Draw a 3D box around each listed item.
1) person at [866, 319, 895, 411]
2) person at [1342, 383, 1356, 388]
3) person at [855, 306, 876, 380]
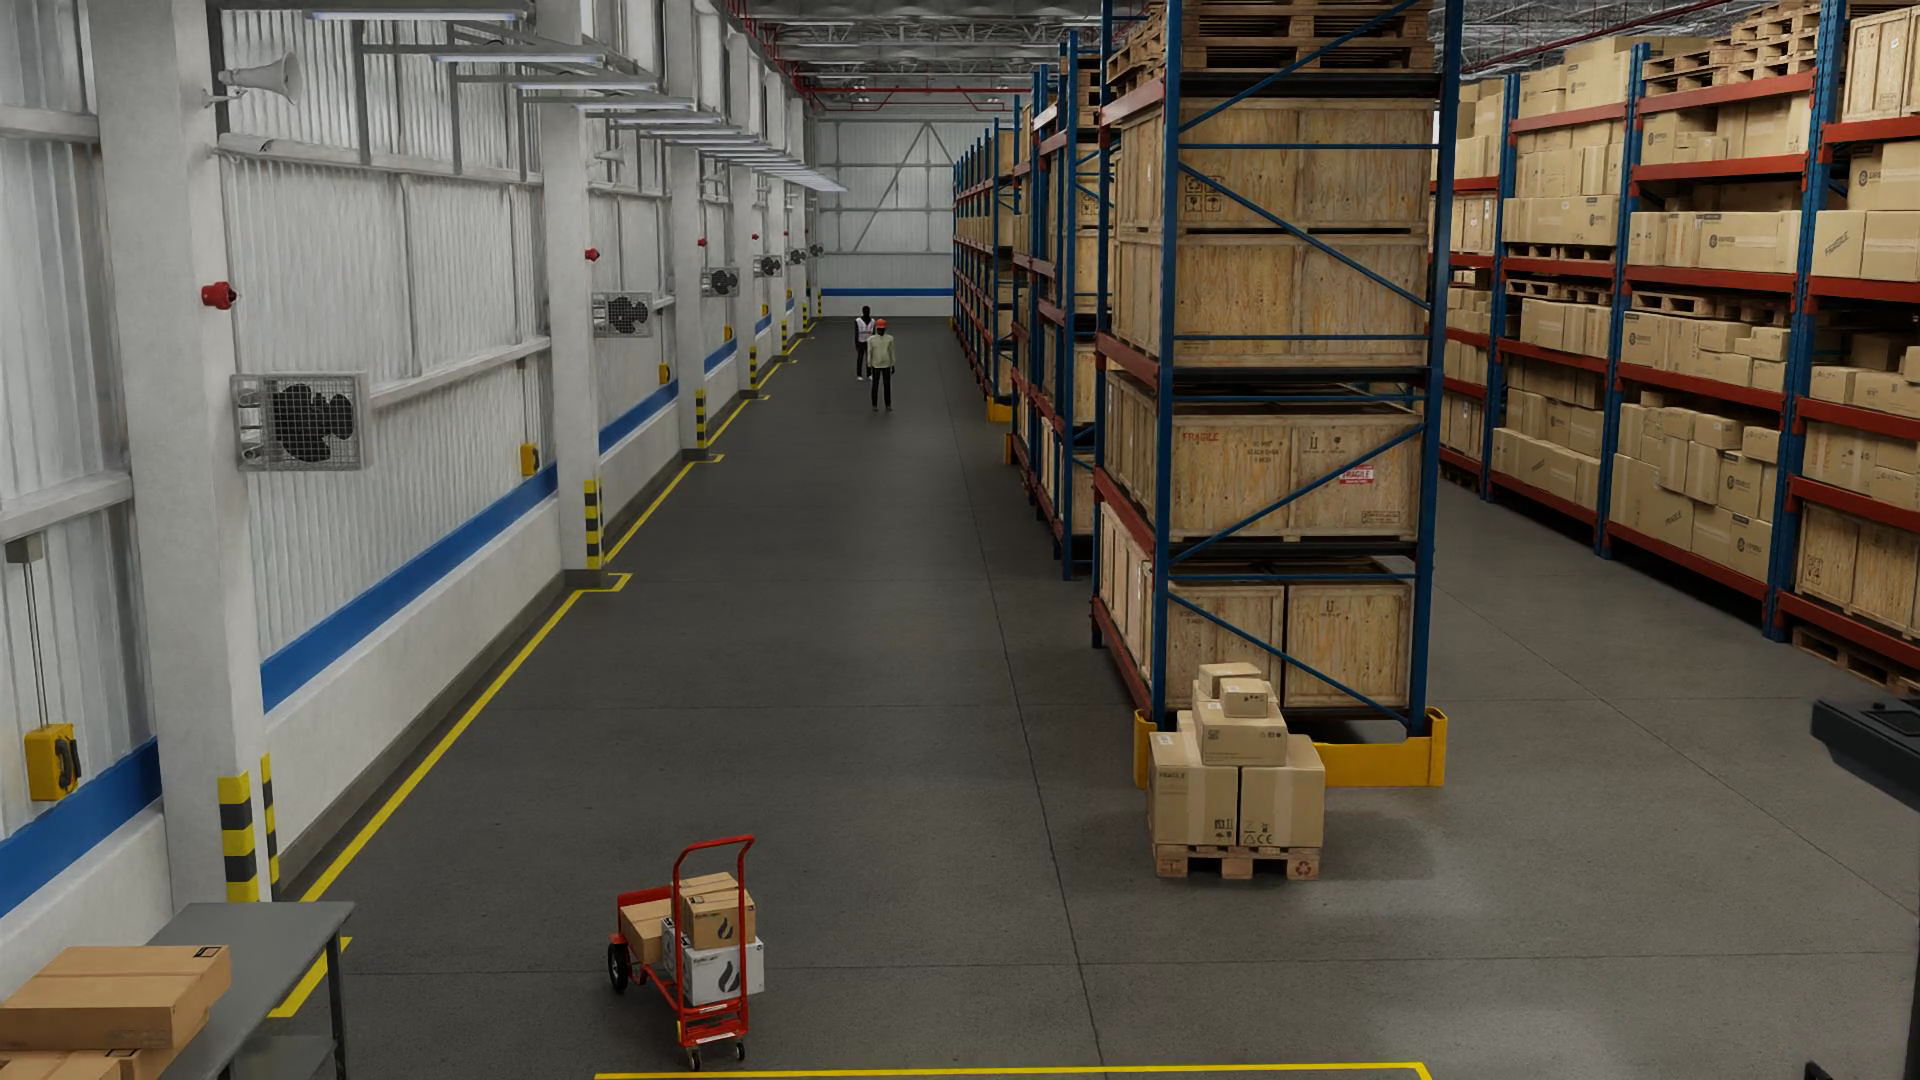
[{"bbox_3d":[-1.695,-3.750,35.703,0.619,1.986,0.410,-3,11,-15],"label":"person"},{"bbox_3d":[7.651,-3.102,32.745,0.447,1.830,0.562,1,11,4],"label":"person"},{"bbox_3d":[-2.427,-5.050,42.667,0.593,1.910,0.386,-6,12,-27],"label":"person"}]
